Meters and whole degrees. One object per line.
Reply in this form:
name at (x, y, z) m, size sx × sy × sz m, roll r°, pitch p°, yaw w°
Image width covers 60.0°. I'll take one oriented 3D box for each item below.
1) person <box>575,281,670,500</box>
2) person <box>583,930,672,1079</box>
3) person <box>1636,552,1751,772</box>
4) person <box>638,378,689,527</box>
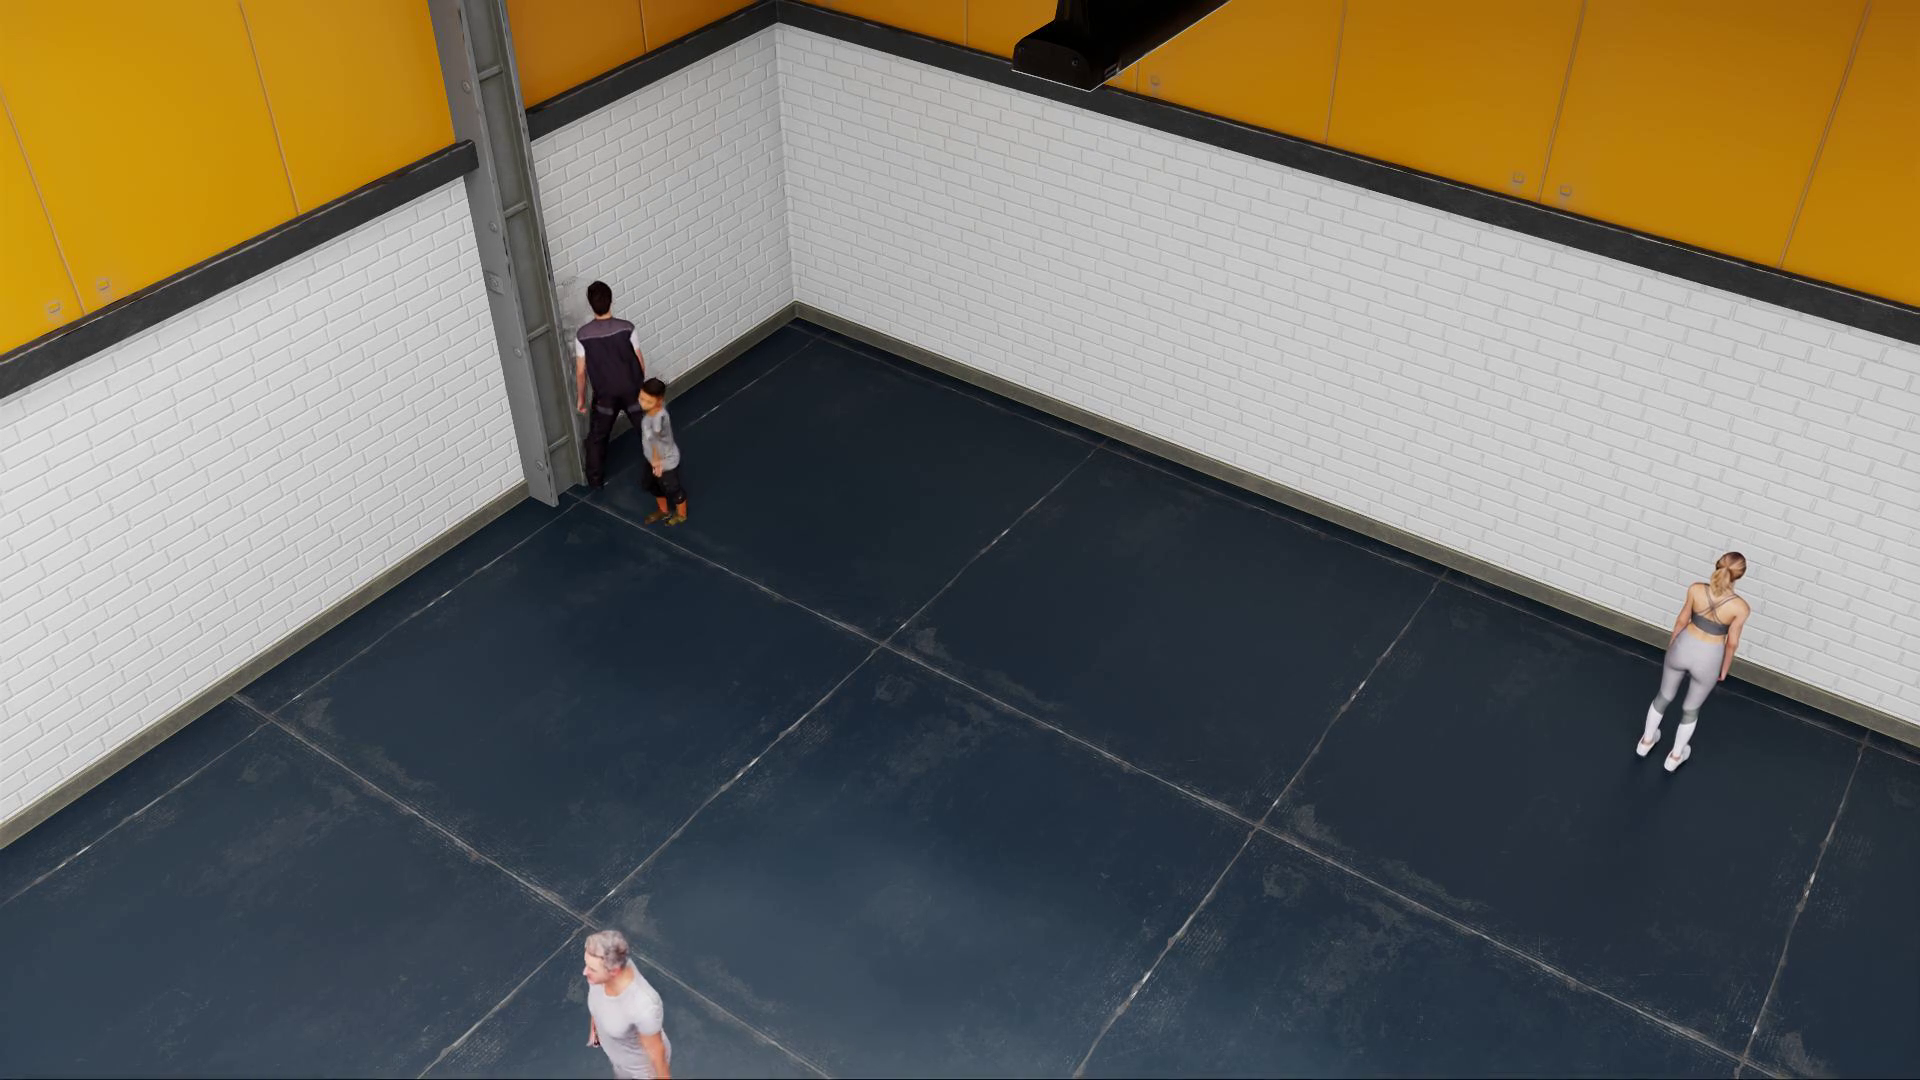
person at (-2.679, -1.121, 12.831) m, size 1.041 × 1.812 × 1.081 m, roll -4°, pitch 39°, yaw -5°
person at (-1.532, 2.516, 8.277) m, size 0.855 × 1.811 × 0.824 m, roll -24°, pitch 45°, yaw -27°
person at (4.665, 0.758, 10.564) m, size 0.549 × 1.703 × 0.526 m, roll 26°, pitch 46°, yaw 29°
person at (-2.253, -0.705, 12.611) m, size 0.688 × 1.435 × 0.675 m, roll -13°, pitch 41°, yaw -16°
